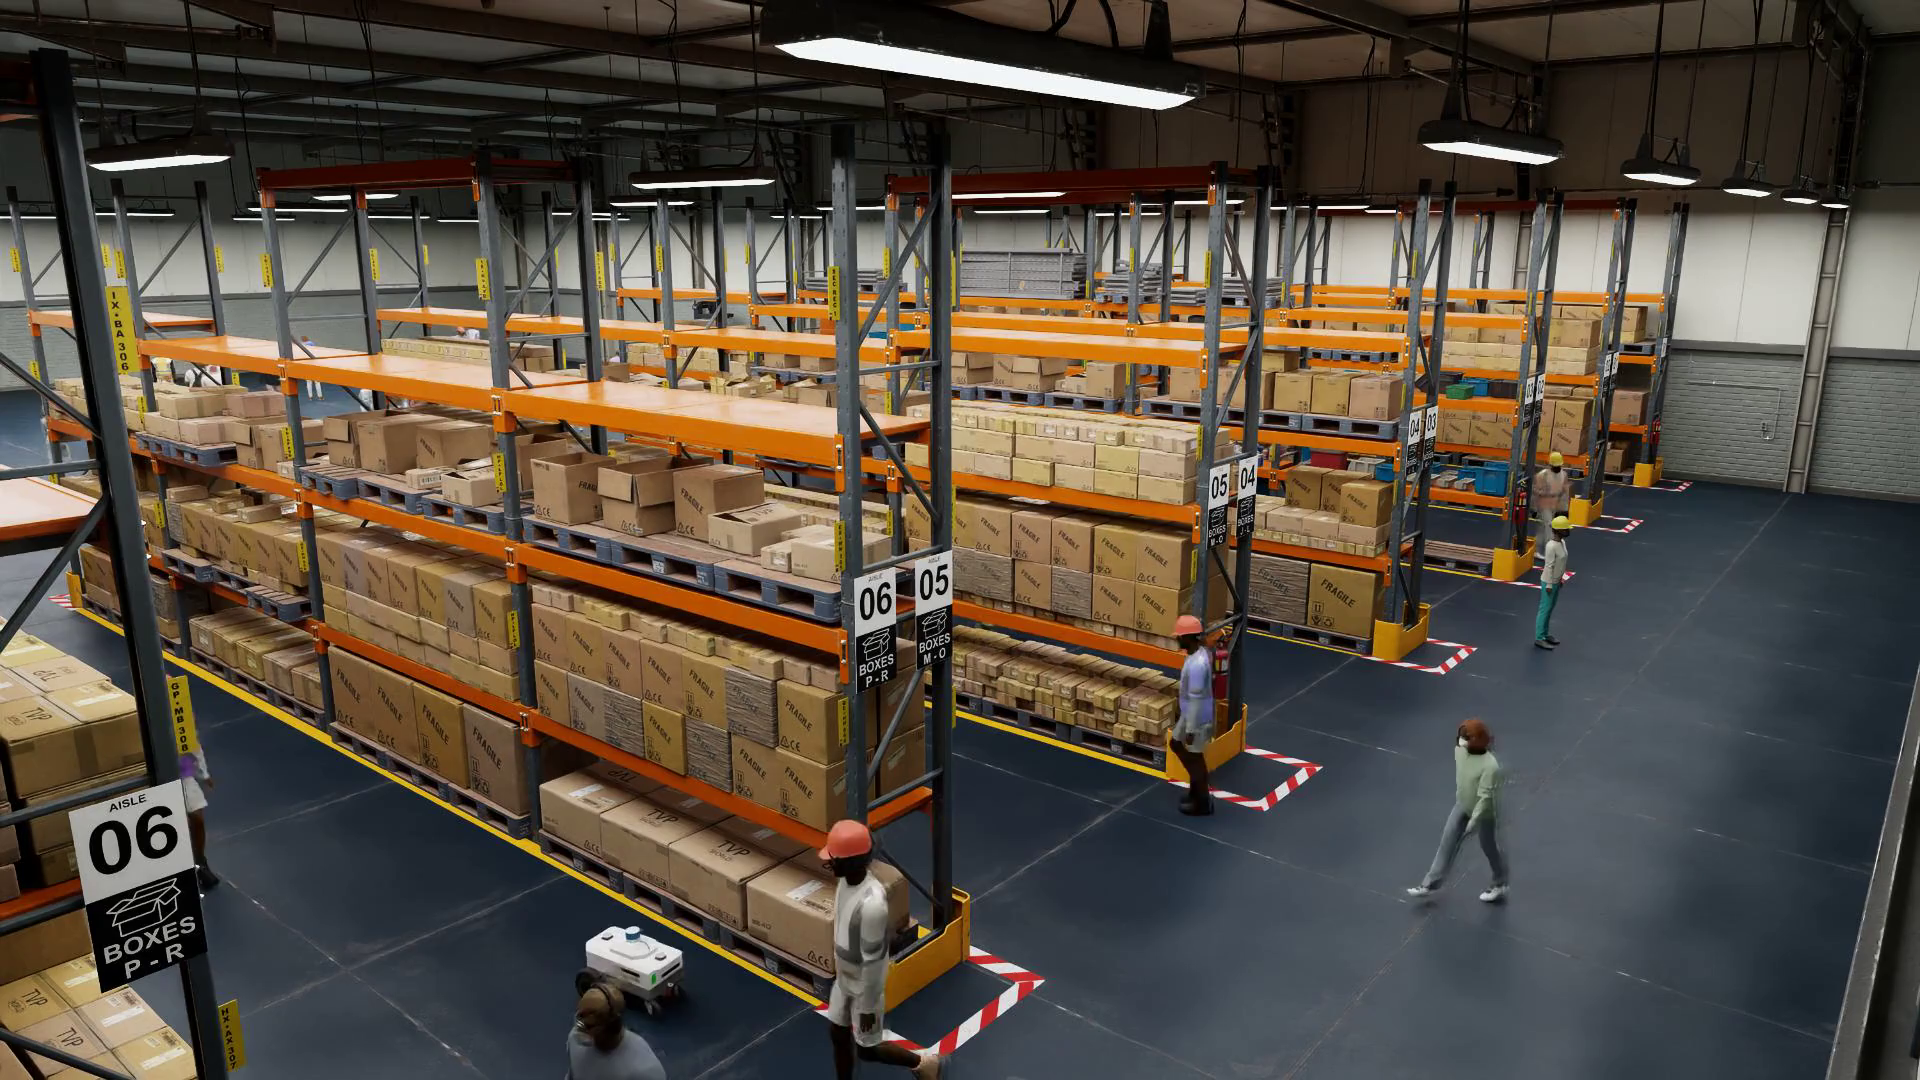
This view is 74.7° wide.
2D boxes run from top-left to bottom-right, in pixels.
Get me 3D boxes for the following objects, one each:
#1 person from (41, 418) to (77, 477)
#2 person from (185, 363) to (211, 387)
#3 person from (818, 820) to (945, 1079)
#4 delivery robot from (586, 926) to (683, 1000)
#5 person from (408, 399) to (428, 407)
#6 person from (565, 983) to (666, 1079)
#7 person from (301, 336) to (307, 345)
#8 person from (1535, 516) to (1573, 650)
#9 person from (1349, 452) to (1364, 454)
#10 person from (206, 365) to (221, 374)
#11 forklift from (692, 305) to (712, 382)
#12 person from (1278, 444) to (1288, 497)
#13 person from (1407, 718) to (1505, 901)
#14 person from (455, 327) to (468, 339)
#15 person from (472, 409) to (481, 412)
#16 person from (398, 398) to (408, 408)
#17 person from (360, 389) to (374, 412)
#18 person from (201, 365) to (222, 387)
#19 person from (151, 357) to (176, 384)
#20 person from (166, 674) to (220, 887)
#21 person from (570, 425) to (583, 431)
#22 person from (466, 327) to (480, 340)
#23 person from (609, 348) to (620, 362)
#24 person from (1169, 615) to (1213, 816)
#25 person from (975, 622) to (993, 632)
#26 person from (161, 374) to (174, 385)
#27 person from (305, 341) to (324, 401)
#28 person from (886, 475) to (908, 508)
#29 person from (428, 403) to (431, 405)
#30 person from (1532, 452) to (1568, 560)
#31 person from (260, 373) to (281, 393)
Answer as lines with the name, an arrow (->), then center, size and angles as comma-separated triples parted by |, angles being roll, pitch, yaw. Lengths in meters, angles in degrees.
person -> -20.058, -2.178, 27.992 | 0.502, 1.715, 0.718 | -2, 14, -7
person -> -21.317, -4.116, 35.397 | 0.729, 2.000, 0.572 | -5, 14, -18
person -> -0.532, 2.624, 7.637 | 0.788, 2.019, 0.619 | -6, 15, -25
delivery robot -> -2.327, 3.005, 9.007 | 0.707, 0.478, 0.477 | 8, 16, 29
person -> -14.010, -3.442, 32.629 | 0.613, 1.995, 0.391 | 6, 15, 25
person -> -1.684, 3.027, 6.275 | 0.641, 1.896, 1.042 | 12, 18, 40
person -> -24.843, -6.955, 47.862 | 0.526, 1.624, 0.547 | -11, 18, -39
person -> 7.869, 0.548, 16.687 | 0.301, 1.772, 0.527 | 11, 18, 38
person -> 8.955, -2.412, 28.464 | 0.691, 1.960, 0.646 | 7, 15, 28
person -> -22.108, -4.583, 37.466 | 0.448, 1.923, 0.600 | 11, 17, 37
forklift -> -9.511, -7.392, 47.124 | 1.873, 2.768, 1.129 | 11, 17, 38
person -> 6.344, -1.442, 24.909 | 0.393, 1.749, 0.543 | 8, 16, 31
person -> 4.132, 2.214, 10.224 | 0.880, 1.581, 0.509 | -5, 15, -21
person -> -18.634, -7.012, 47.306 | 0.944, 2.003, 0.613 | 11, 18, 38
person -> -11.039, -2.325, 28.289 | 0.639, 1.891, 1.049 | -7, 15, -27
person -> -16.269, -4.325, 36.553 | 0.507, 1.858, 0.395 | -5, 14, -19
person -> -15.341, -3.382, 32.615 | 0.983, 1.892, 0.562 | -3, 14, -13
person -> -20.601, -3.925, 34.910 | 0.673, 1.850, 0.905 | -8, 16, -30
person -> -25.182, -5.125, 39.873 | 0.634, 1.841, 0.429 | -6, 15, -24
person -> -6.573, 1.998, 10.453 | 0.611, 1.895, 0.661 | -13, 19, -42
person -> -10.723, -3.840, 35.034 | 0.509, 1.629, 0.316 | -9, 16, -32
person -> -19.939, -8.009, 51.591 | 0.544, 1.915, 0.653 | -1, 14, -4
person -> -10.645, -5.058, 39.448 | 0.635, 1.916, 0.693 | -4, 14, -14
person -> 2.192, 1.651, 11.852 | 0.484, 1.909, 0.675 | 2, 14, 9
person -> 0.326, 0.351, 17.284 | 0.417, 1.867, 0.595 | 11, 17, 38
person -> -21.911, -3.771, 34.791 | 0.512, 1.605, 0.742 | 6, 15, 24
person -> -21.340, -5.564, 41.456 | 0.605, 1.948, 0.406 | -3, 14, -12
person -> -1.049, -0.238, 19.835 | 0.985, 1.808, 0.492 | 11, 18, 39
person -> -12.015, -2.417, 28.769 | 0.655, 1.818, 0.515 | -3, 14, -11
person -> 9.878, -0.527, 20.887 | 0.617, 1.865, 0.896 | -6, 15, -22
person -> -20.761, -4.740, 37.998 | 0.477, 1.977, 0.651 | 12, 18, 41
